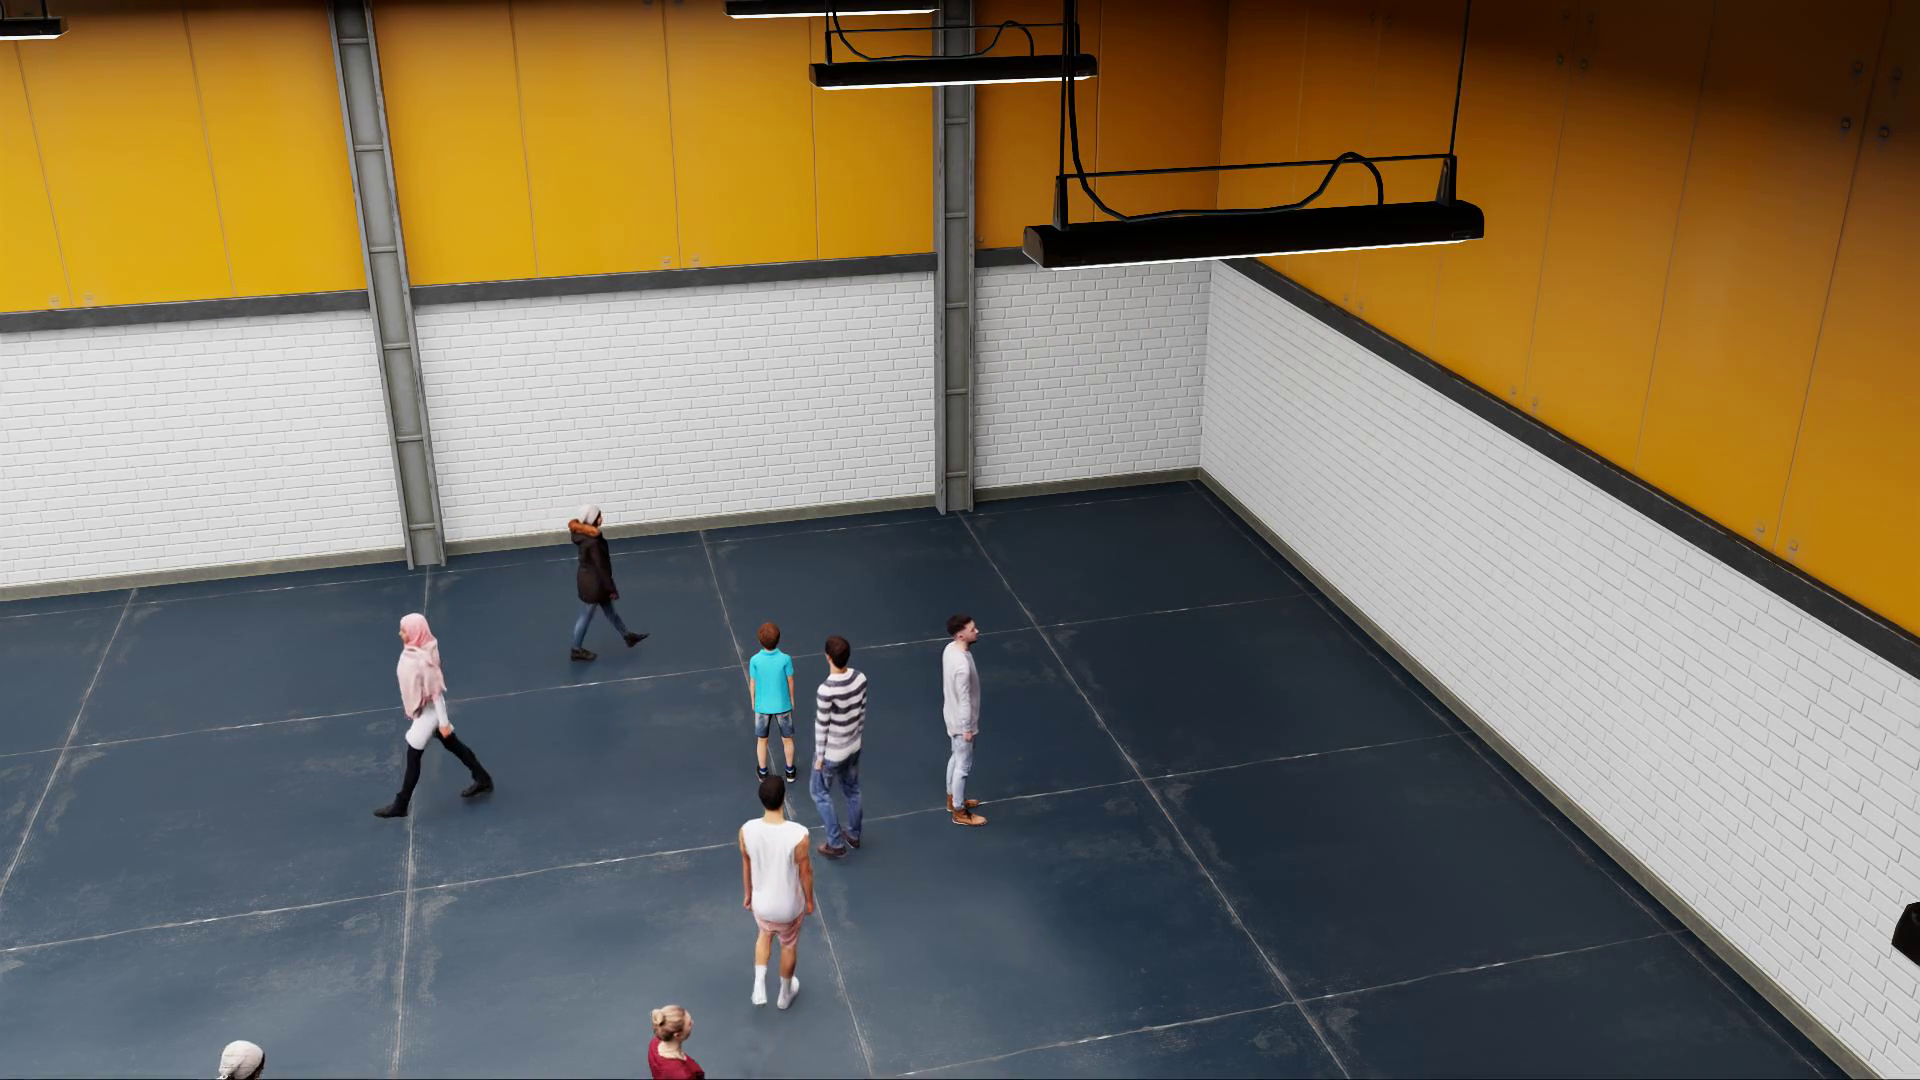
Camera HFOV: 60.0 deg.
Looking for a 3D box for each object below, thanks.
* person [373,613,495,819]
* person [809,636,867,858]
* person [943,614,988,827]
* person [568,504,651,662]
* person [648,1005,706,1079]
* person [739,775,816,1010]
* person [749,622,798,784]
[{"bbox_3d":[-4.191,1.410,13.459,1.240,1.746,0.794,-11,26,-23],"label":"person"},{"bbox_3d":[-0.918,1.613,12.868,0.830,1.847,0.715,20,31,38],"label":"person"},{"bbox_3d":[0.017,1.412,13.338,0.563,1.839,0.697,-4,24,-10],"label":"person"},{"bbox_3d":[-3.571,0.442,15.865,1.028,1.593,0.690,-8,25,-19],"label":"person"},{"bbox_3d":[-1.585,3.305,9.207,1.017,1.680,0.794,-15,28,-31],"label":"person"},{"bbox_3d":[-1.241,2.429,11.091,0.808,1.775,0.855,5,24,12],"label":"person"},{"bbox_3d":[-1.569,1.360,13.946,0.463,1.448,0.606,-2,24,-4],"label":"person"}]
